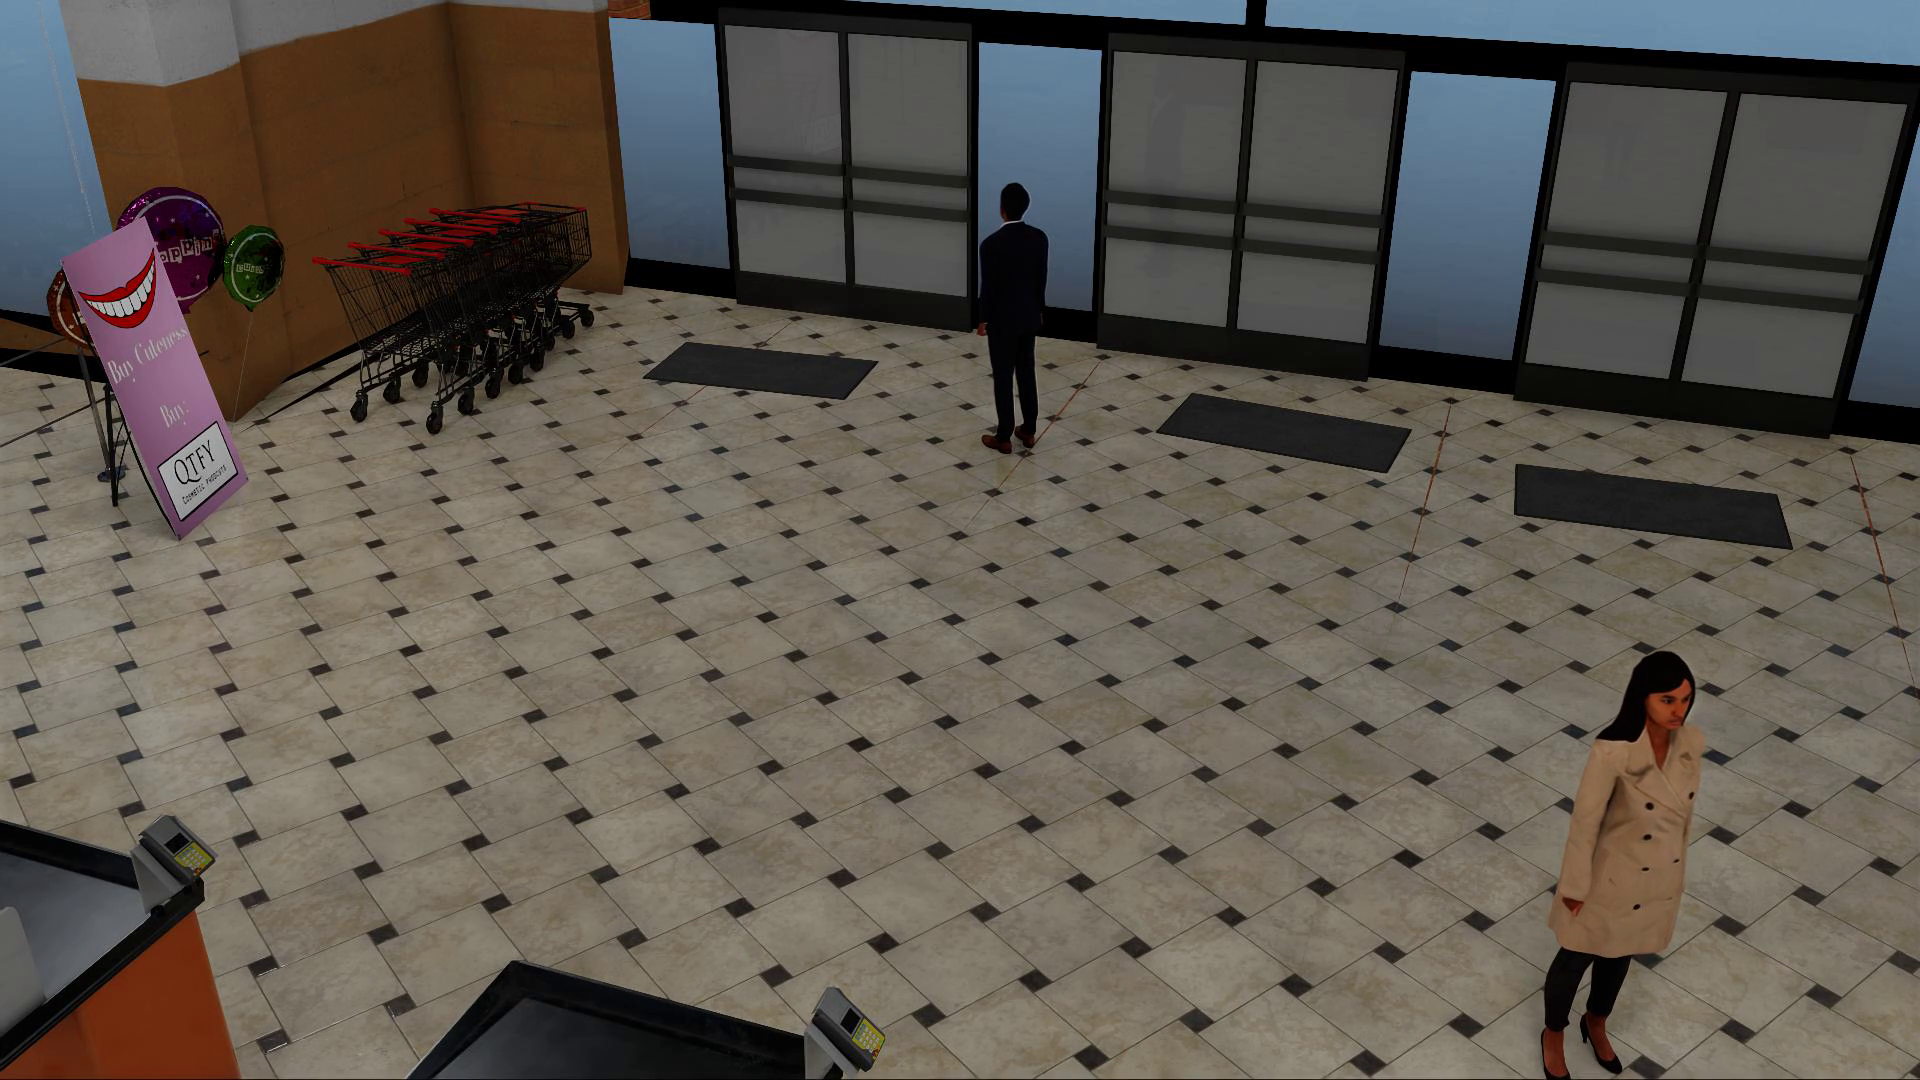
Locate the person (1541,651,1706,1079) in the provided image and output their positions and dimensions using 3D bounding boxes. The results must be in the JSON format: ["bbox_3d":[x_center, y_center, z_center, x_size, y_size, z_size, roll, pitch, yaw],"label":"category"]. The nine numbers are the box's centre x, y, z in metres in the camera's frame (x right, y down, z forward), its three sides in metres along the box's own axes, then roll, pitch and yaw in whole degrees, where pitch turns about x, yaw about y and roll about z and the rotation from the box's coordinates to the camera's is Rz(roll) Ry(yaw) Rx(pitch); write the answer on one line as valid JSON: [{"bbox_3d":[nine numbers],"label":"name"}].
[{"bbox_3d":[2.212,1.115,5.577,0.705,1.682,0.731,-8,28,-15],"label":"person"}]

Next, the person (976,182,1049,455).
[{"bbox_3d":[0.330,-1.384,10.458,0.682,1.725,0.769,-15,31,-27],"label":"person"}]
